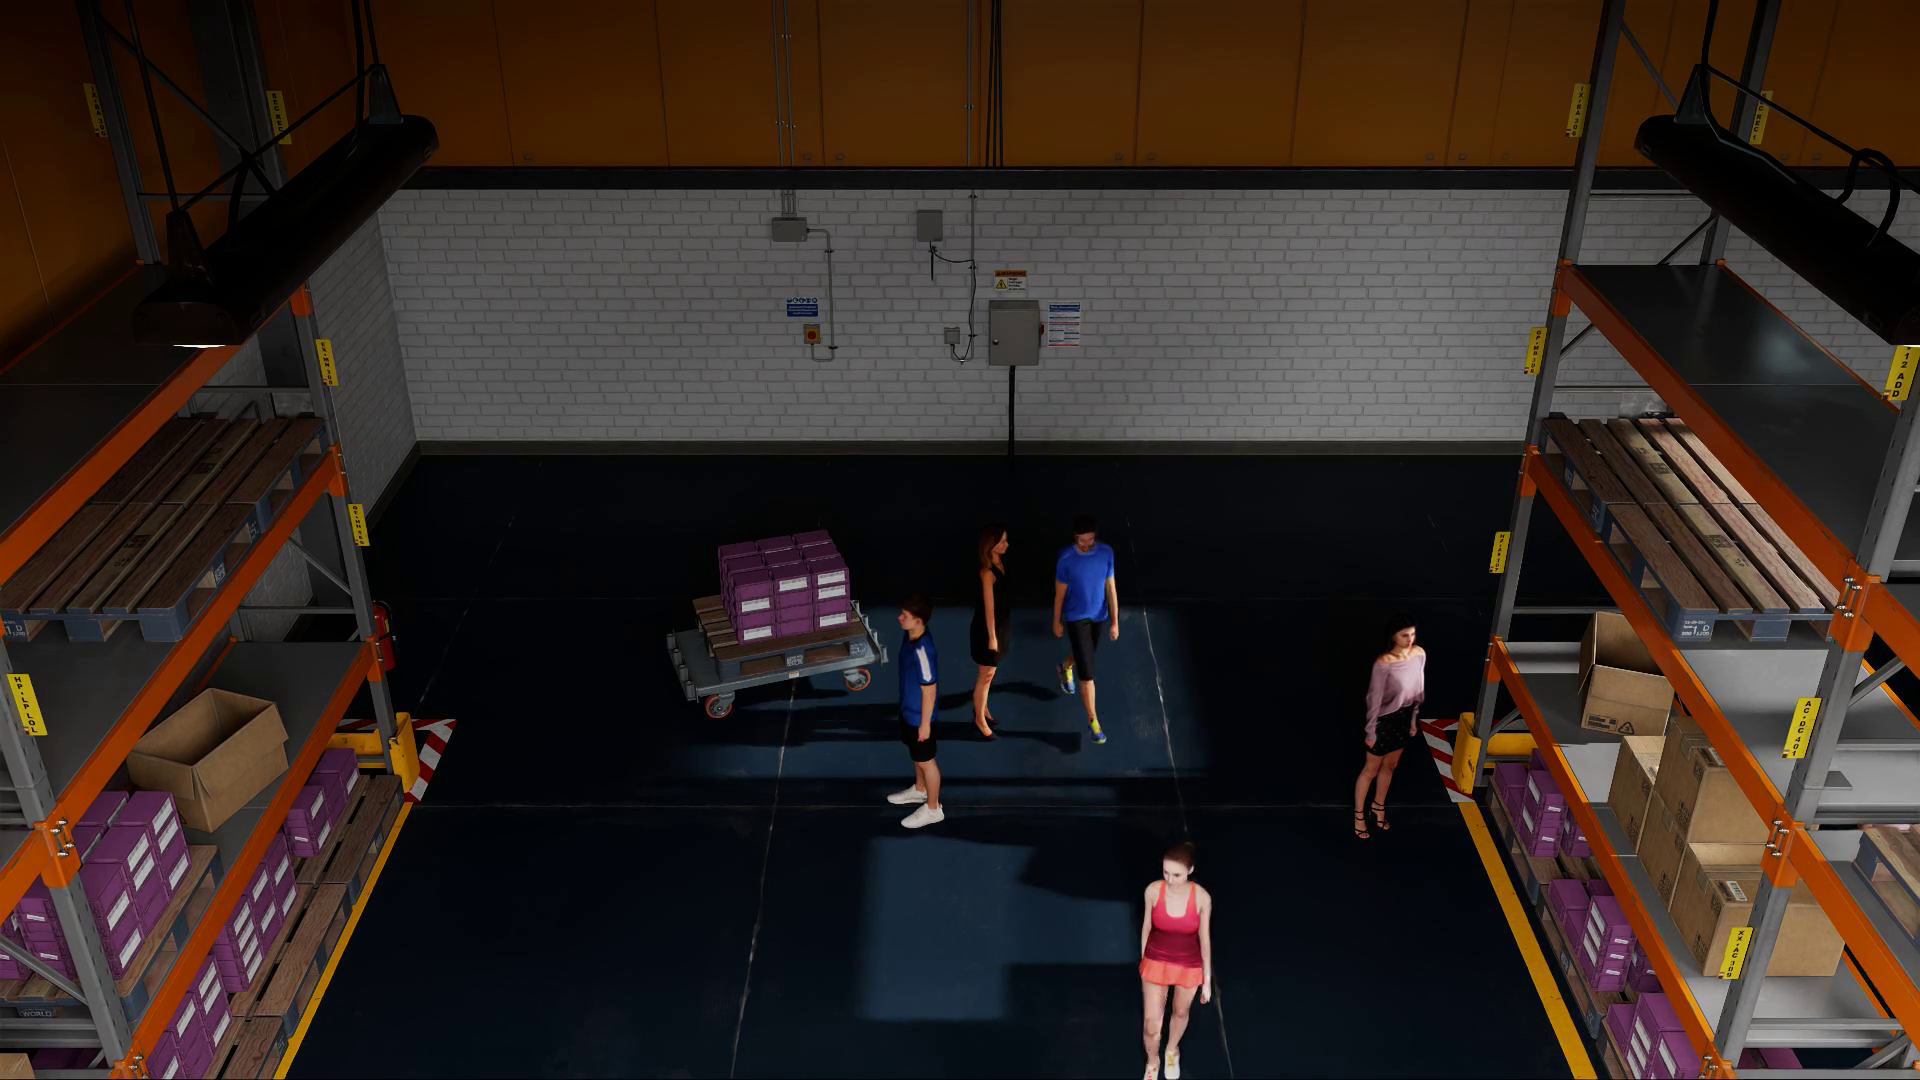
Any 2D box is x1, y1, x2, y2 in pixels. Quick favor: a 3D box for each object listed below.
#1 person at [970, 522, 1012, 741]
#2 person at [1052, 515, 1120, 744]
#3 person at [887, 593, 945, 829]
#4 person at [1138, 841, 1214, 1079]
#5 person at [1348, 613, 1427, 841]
[{"bbox_3d":[0.235,0.689,12.666,0.672,1.834,0.509,4,29,7],"label":"person"},{"bbox_3d":[0.944,0.566,12.915,0.914,1.812,1.348,-10,30,-18],"label":"person"},{"bbox_3d":[-0.280,1.178,11.736,0.771,1.865,0.625,-9,30,-15],"label":"person"},{"bbox_3d":[1.248,2.403,9.628,0.619,1.734,0.686,3,29,5],"label":"person"},{"bbox_3d":[2.983,1.293,11.583,0.702,1.811,0.687,-14,32,-24],"label":"person"}]
